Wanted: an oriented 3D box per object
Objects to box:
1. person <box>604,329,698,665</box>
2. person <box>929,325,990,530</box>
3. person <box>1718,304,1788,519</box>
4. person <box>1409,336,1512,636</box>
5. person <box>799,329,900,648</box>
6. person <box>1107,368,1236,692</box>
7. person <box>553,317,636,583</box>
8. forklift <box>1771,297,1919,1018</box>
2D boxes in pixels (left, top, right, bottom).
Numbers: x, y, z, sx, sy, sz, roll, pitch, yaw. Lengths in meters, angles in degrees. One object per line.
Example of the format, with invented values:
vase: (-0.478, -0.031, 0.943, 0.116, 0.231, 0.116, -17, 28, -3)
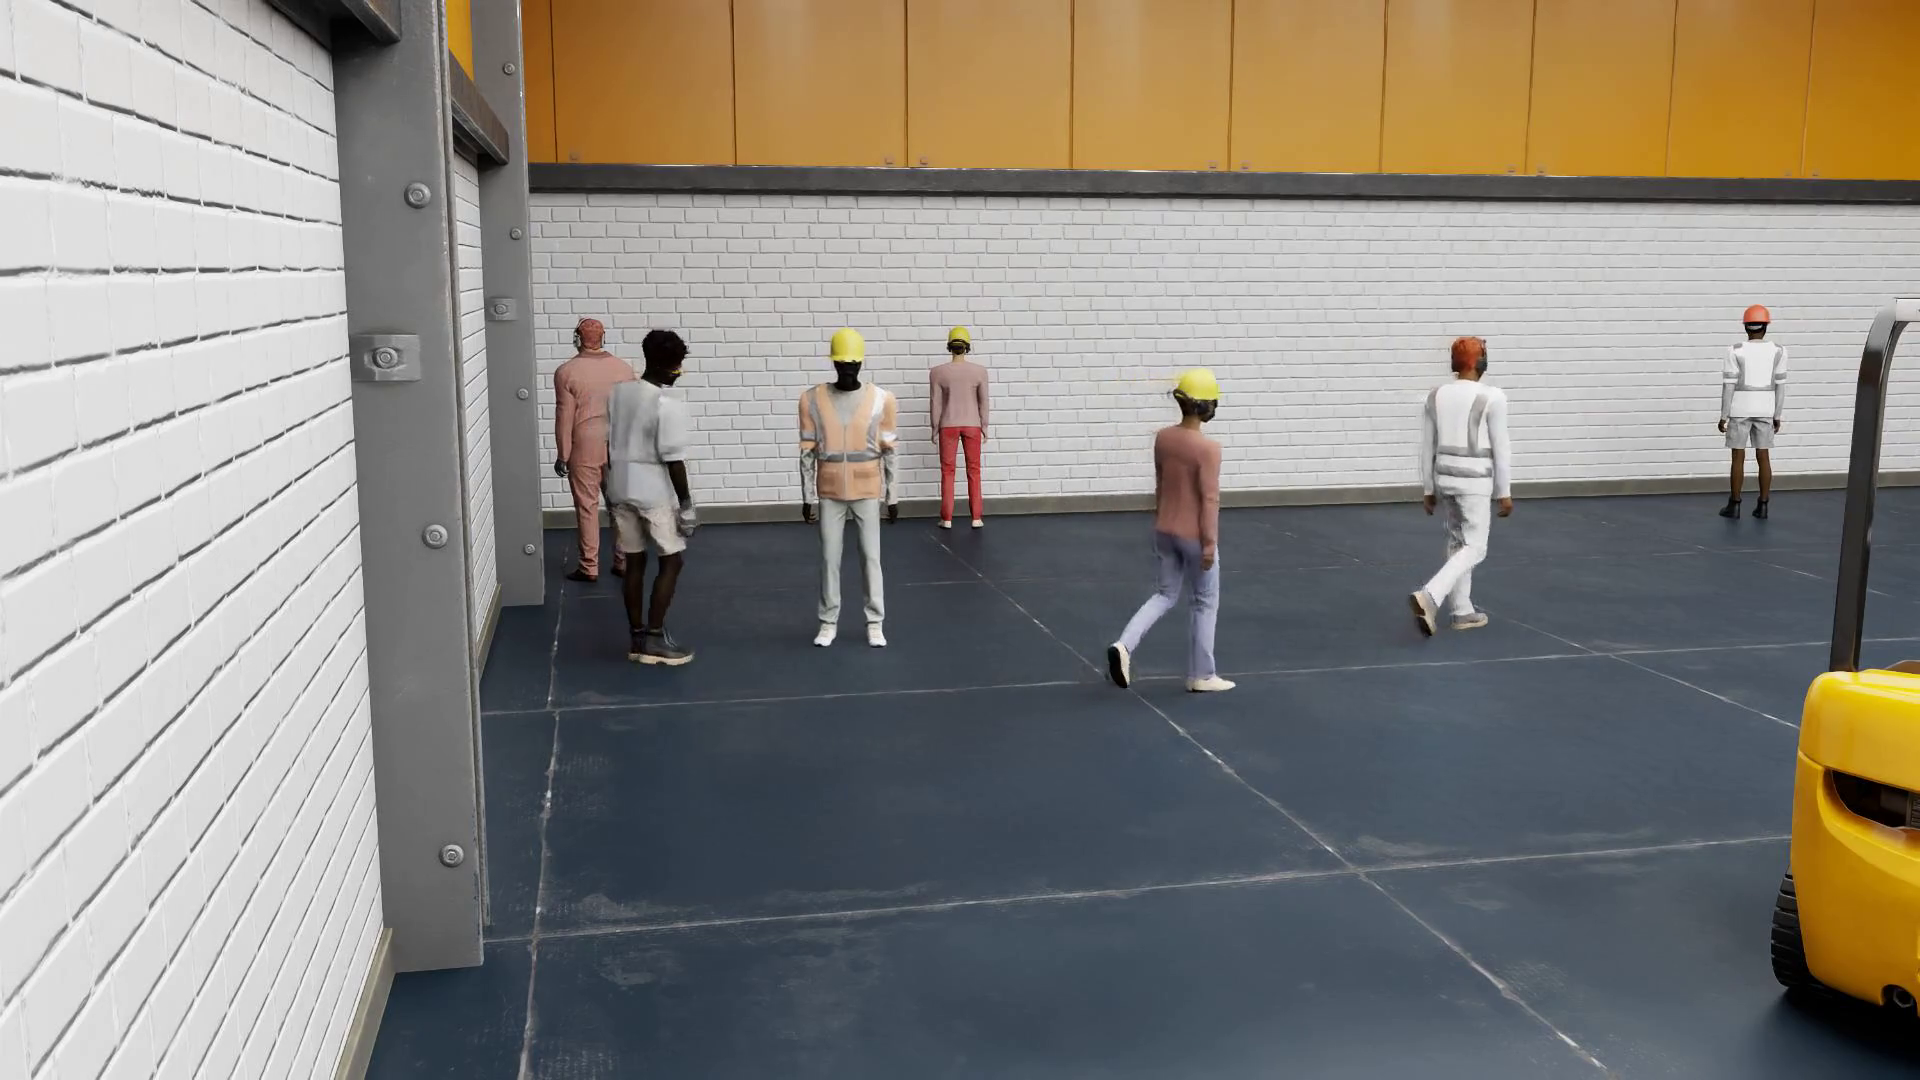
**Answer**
person: (-1.808, -0.238, 9.524, 0.658, 1.931, 0.412, 7, 12, 37)
person: (-0.005, -0.966, 14.400, 0.525, 1.769, 0.308, -1, 9, -5)
person: (7.142, -1.154, 15.038, 0.548, 1.931, 0.379, 1, 9, 7)
person: (3.048, -0.322, 10.209, 0.780, 1.858, 0.584, -6, 11, -33)
person: (-0.656, -0.293, 9.876, 0.598, 1.913, 0.429, 0, 9, 3)
person: (1.133, -0.031, 8.743, 0.686, 1.748, 0.523, -6, 11, -34)
person: (-2.655, -0.649, 12.044, 0.643, 1.908, 0.399, -8, 12, -40)
forklift: (3.542, 0.334, 5.177, 2.313, 2.155, 1.214, -9, 13, -43)
